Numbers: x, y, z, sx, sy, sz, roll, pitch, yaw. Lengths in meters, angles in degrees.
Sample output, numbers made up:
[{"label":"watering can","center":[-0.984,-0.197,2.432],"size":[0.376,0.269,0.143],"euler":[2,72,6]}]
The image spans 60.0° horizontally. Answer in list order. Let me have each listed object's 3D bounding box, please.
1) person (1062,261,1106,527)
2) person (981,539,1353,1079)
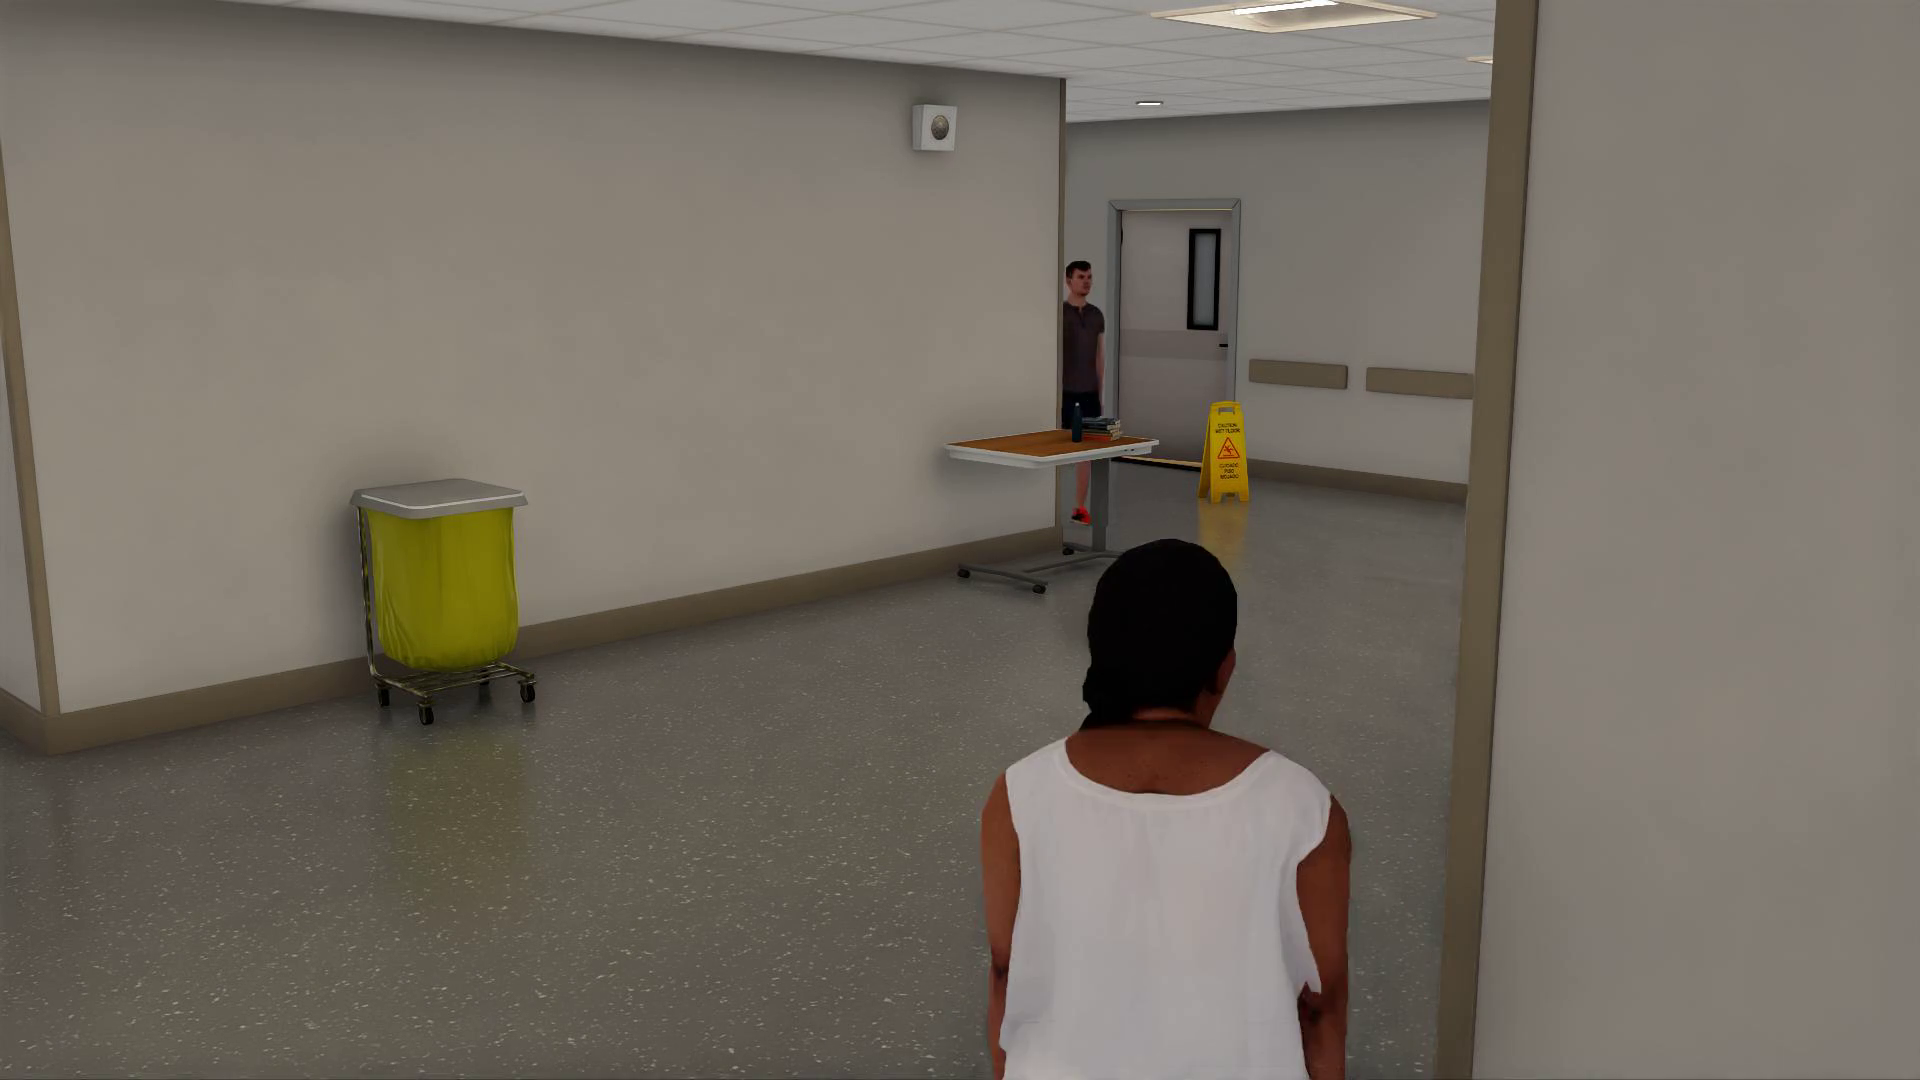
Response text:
[{"label":"person","center":[0.762,-1.027,11.701],"size":[0.839,1.841,1.006],"euler":[-5,12,-25]},{"label":"person","center":[0.262,0.847,2.273],"size":[0.880,1.673,0.910],"euler":[3,11,16]}]
